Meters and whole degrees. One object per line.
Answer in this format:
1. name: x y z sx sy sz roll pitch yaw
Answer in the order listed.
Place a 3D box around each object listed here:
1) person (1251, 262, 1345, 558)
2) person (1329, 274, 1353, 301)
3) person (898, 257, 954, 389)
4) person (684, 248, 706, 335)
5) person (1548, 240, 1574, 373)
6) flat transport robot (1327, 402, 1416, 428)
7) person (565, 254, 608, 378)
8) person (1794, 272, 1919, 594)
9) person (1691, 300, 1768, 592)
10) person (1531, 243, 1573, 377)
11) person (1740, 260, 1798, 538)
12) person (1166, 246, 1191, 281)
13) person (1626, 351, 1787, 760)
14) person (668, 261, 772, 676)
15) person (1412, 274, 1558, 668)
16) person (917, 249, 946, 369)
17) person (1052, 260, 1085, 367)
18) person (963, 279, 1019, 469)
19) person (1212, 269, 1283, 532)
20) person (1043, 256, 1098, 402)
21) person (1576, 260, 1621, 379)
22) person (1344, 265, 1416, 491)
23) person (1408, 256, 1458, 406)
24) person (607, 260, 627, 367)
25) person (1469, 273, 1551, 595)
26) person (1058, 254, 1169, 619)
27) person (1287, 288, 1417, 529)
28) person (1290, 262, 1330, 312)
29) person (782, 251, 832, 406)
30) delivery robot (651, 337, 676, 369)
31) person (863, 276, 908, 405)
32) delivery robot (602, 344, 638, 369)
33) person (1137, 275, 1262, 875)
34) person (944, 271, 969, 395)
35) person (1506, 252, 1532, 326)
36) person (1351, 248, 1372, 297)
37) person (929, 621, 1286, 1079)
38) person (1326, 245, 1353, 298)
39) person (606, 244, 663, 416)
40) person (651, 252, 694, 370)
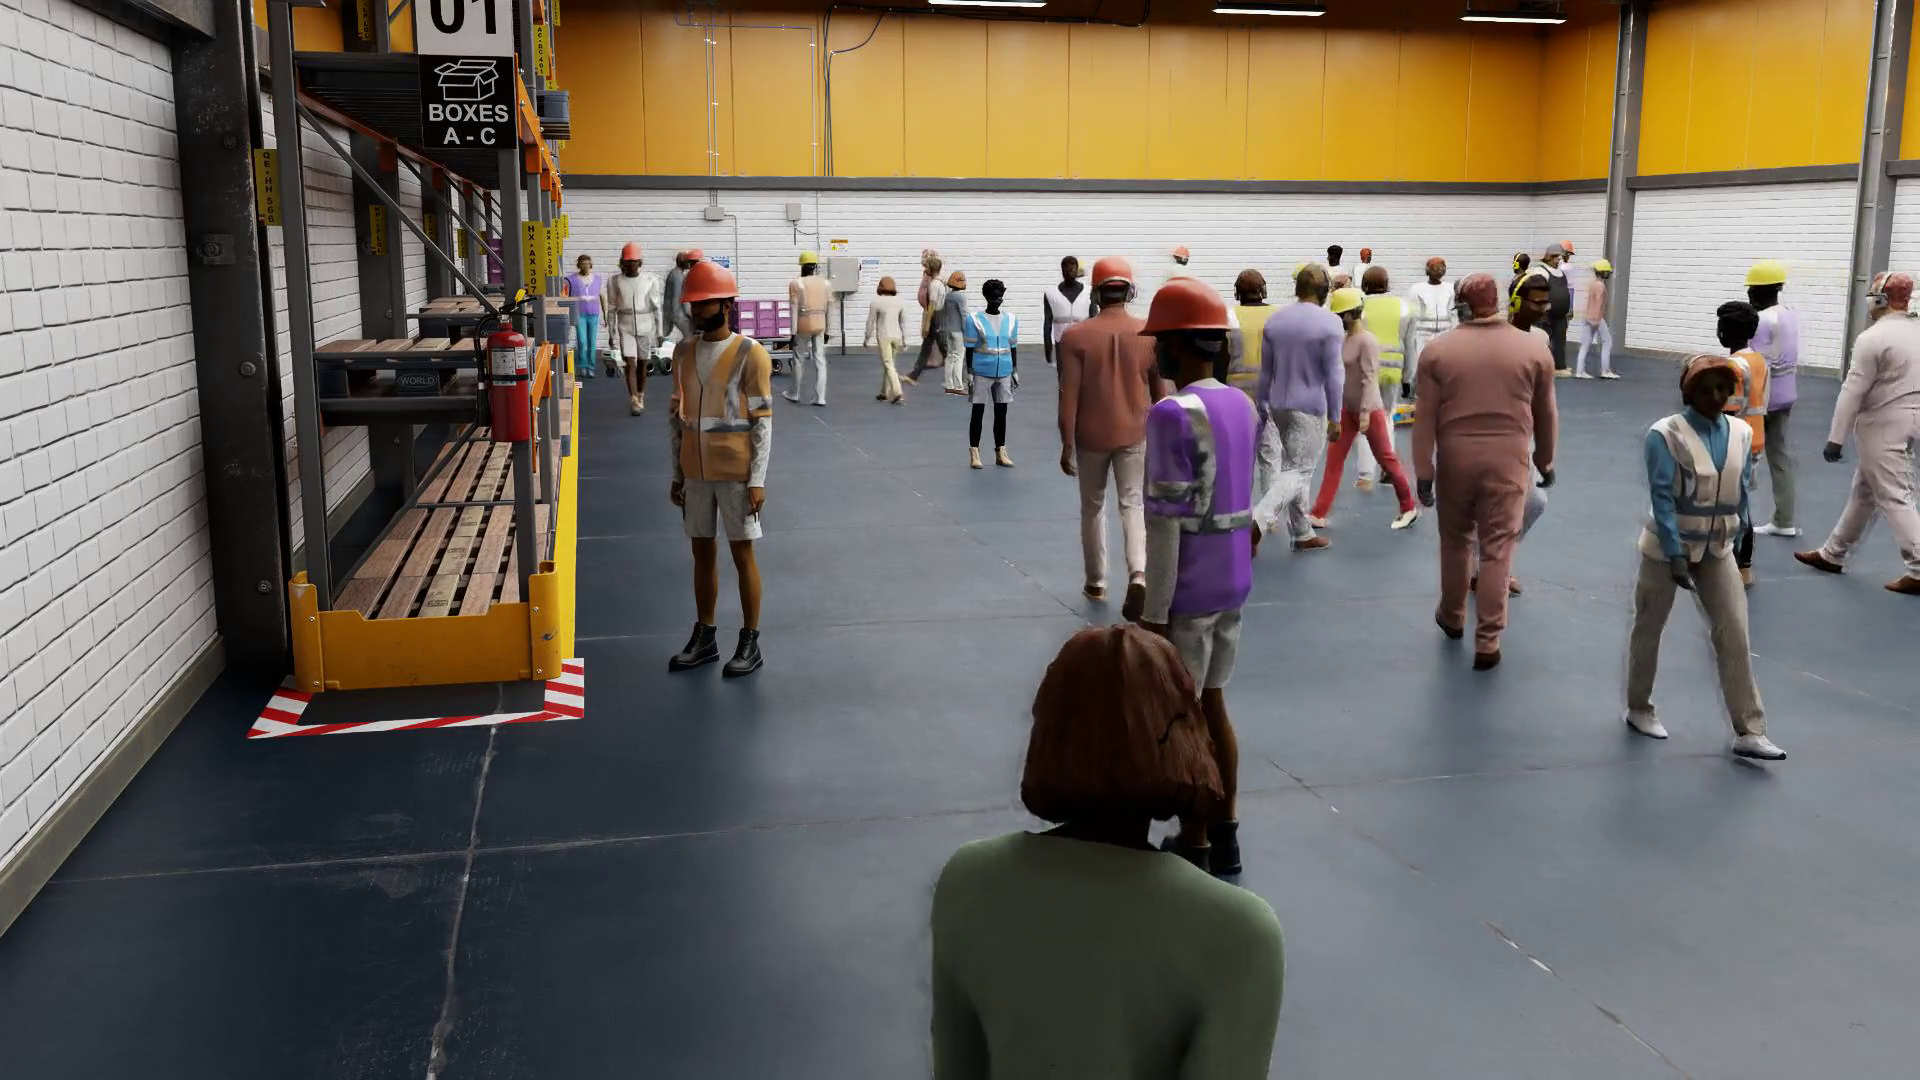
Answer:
1. person: 2.096 -0.810 10.616 0.861 1.907 0.672 -7 12 -33
2. person: 4.559 -2.364 19.925 0.371 1.626 0.536 7 12 34
3. person: -0.400 -2.968 22.828 0.950 1.791 0.533 1 10 7
4. person: -4.182 -3.561 25.794 0.749 1.916 0.549 -5 11 -25
5. person: 9.223 -3.585 25.593 0.390 2.034 0.605 -5 11 -24
6. flat transport robot: 4.438 -1.362 18.157 1.431 0.197 0.652 -8 13 -36
7. person: -5.473 -3.279 24.471 0.576 1.827 0.600 -5 11 -27
8. person: 5.424 -0.642 9.793 0.674 1.852 1.017 -6 12 -28
9. person: 4.435 -0.522 9.567 0.317 1.698 0.562 9 14 41
10. person: 8.814 -3.465 24.904 0.688 2.000 0.813 -5 12 -28
11. person: 5.469 -0.979 11.541 0.598 1.894 0.866 -8 13 -37
12. person: 3.635 -3.957 27.956 1.067 1.940 0.606 -3 11 -16
13. person: 2.937 0.069 6.544 0.524 1.593 0.857 -3 11 -14
14. person: -1.141 -0.326 7.800 0.545 1.938 0.361 5 11 26
15. person: 2.571 -0.359 8.168 0.664 1.859 0.916 3 11 18
16. person: -0.427 -3.638 26.258 0.492 1.895 0.664 0 10 -3
17. person: 1.759 -3.566 26.317 0.748 1.715 0.500 0 10 2
18. person: 0.284 -1.486 14.903 0.532 1.693 0.319 -4 11 -21
19. person: 2.003 -0.952 11.546 0.624 1.841 0.430 -3 11 -14
20. person: 1.196 -2.131 18.005 0.592 1.874 0.996 -1 10 -4
21. person: 9.421 -3.223 24.383 0.692 1.744 0.537 0 10 0
22. person: 3.366 -1.313 13.570 0.628 1.828 0.463 -2 10 -9
23. person: 5.393 -2.325 19.098 0.582 1.861 0.752 0 10 0
24. person: -5.230 -3.558 26.095 0.593 1.809 1.026 0 10 -2
25. person: 3.108 -0.575 9.418 0.566 1.847 0.433 -4 11 -21
26. person: 0.856 -0.568 9.077 0.637 1.970 0.912 -1 10 -4
27. person: 2.828 -0.914 11.698 0.941 1.707 0.569 -3 11 -15
28. person: 4.089 -2.321 19.310 0.873 1.787 0.600 9 13 40
29. person: -1.914 -2.623 20.632 0.620 1.889 0.913 -6 12 -31
30. delivery robot: -4.476 -2.848 25.342 0.477 0.478 0.707 6 12 32
31. person: -0.878 -2.490 20.756 0.504 1.589 0.844 -7 12 -34
32. delivery robot: -4.977 -2.752 24.812 0.477 0.478 0.707 9 14 42
33. person: 0.708 0.150 5.198 0.398 1.929 0.551 8 13 36
34. person: -0.035 -2.718 21.897 0.279 1.633 0.501 -6 12 -30
35. person: 7.396 -2.865 22.058 0.537 1.869 0.314 -7 12 -33
36. person: 7.395 -4.385 30.443 0.355 1.883 0.573 -8 13 -36
37. person: 0.160 0.892 2.025 0.508 1.566 0.861 6 12 31
38. person: 5.711 -3.519 25.410 0.615 1.963 0.361 -7 12 -35
39. person: -3.825 -2.478 19.595 0.623 1.994 1.032 -3 11 -14
40. person: -4.468 -3.541 25.882 0.942 1.870 0.652 -5 11 -24
